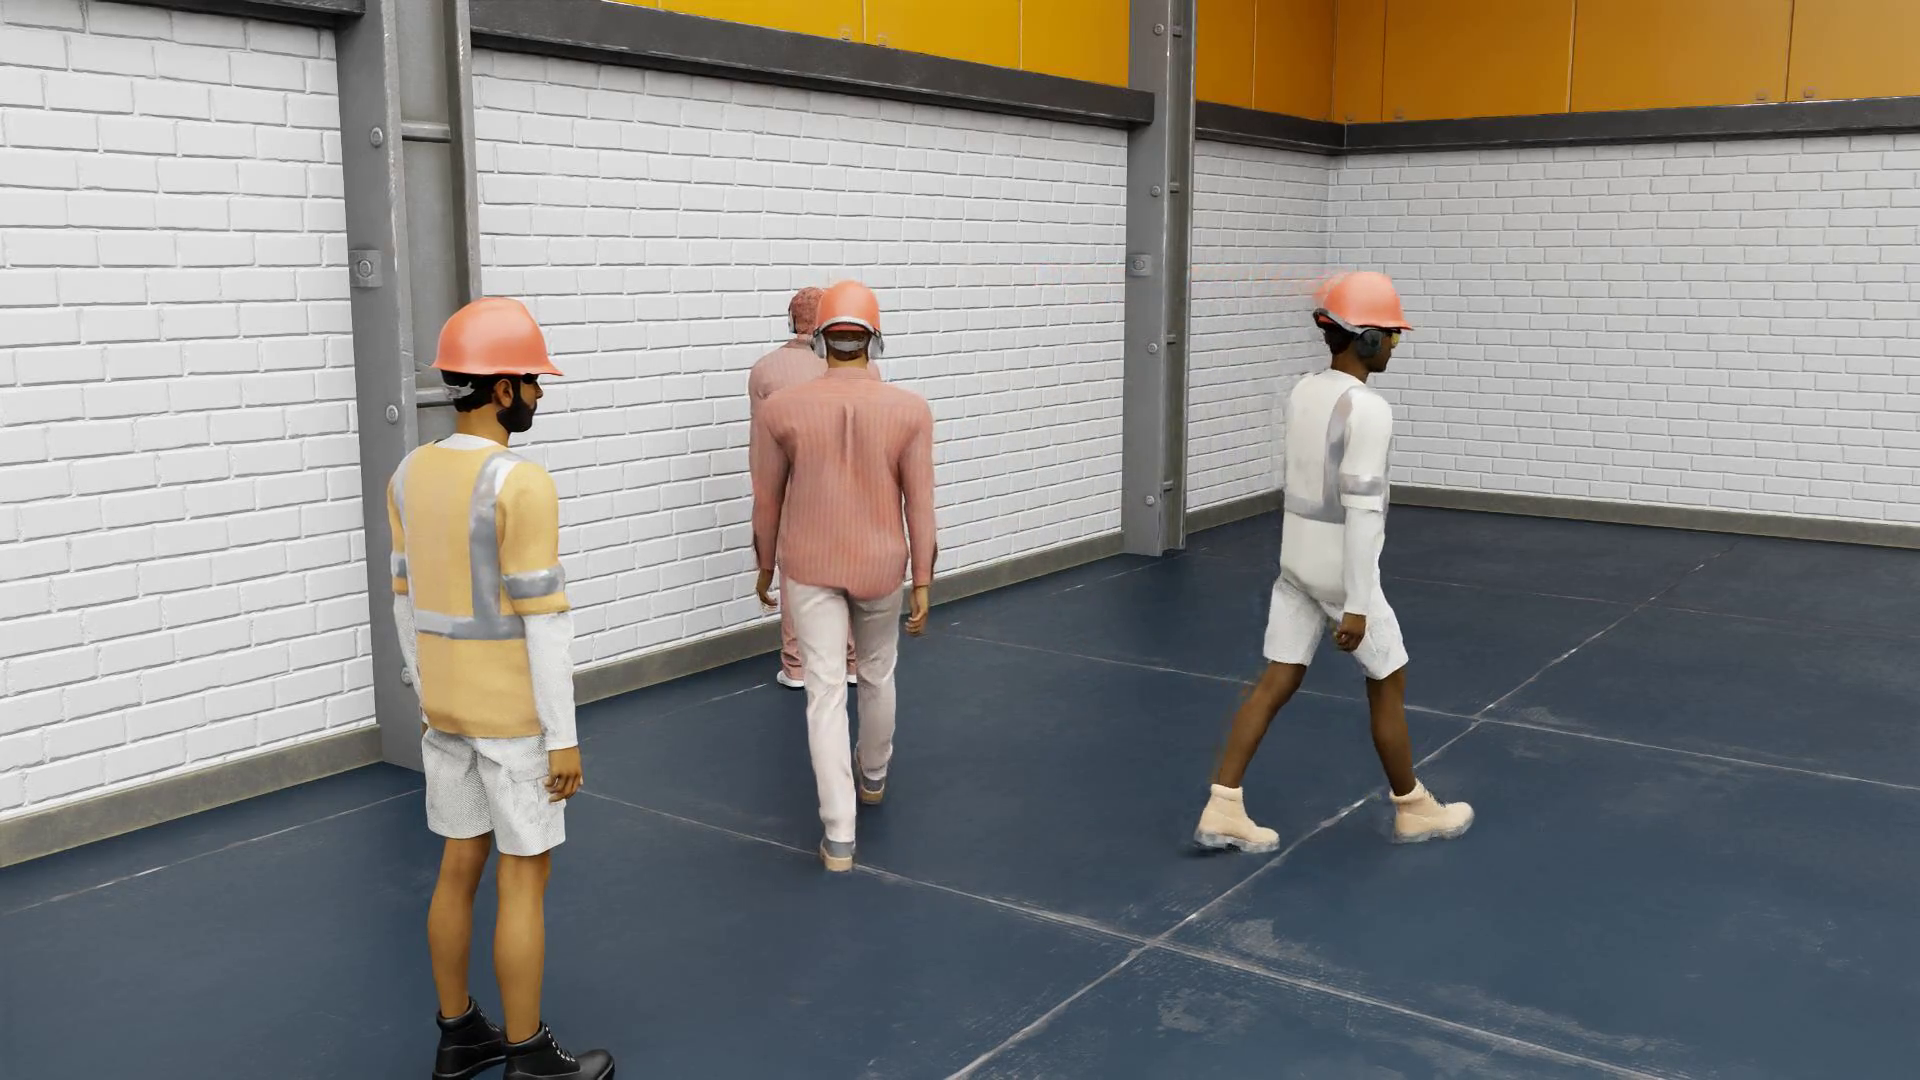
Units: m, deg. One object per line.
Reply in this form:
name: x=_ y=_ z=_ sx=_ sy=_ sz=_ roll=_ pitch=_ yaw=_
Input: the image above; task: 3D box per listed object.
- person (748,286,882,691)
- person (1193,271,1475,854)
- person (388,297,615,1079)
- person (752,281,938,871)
person: x=-0.673 y=-0.236 z=7.861 sx=0.637 sy=1.904 sz=0.403 roll=-2 pitch=10 yaw=-9
person: x=1.265 y=0.093 z=5.646 sx=1.055 sy=1.992 sz=0.632 roll=-3 pitch=10 yaw=-19
person: x=-1.099 y=0.394 z=4.000 sx=0.551 sy=1.935 sz=0.371 roll=7 pitch=12 yaw=36
person: x=-0.414 y=0.083 z=5.826 sx=0.614 sy=1.946 sz=0.995 roll=-2 pitch=10 yaw=-10
